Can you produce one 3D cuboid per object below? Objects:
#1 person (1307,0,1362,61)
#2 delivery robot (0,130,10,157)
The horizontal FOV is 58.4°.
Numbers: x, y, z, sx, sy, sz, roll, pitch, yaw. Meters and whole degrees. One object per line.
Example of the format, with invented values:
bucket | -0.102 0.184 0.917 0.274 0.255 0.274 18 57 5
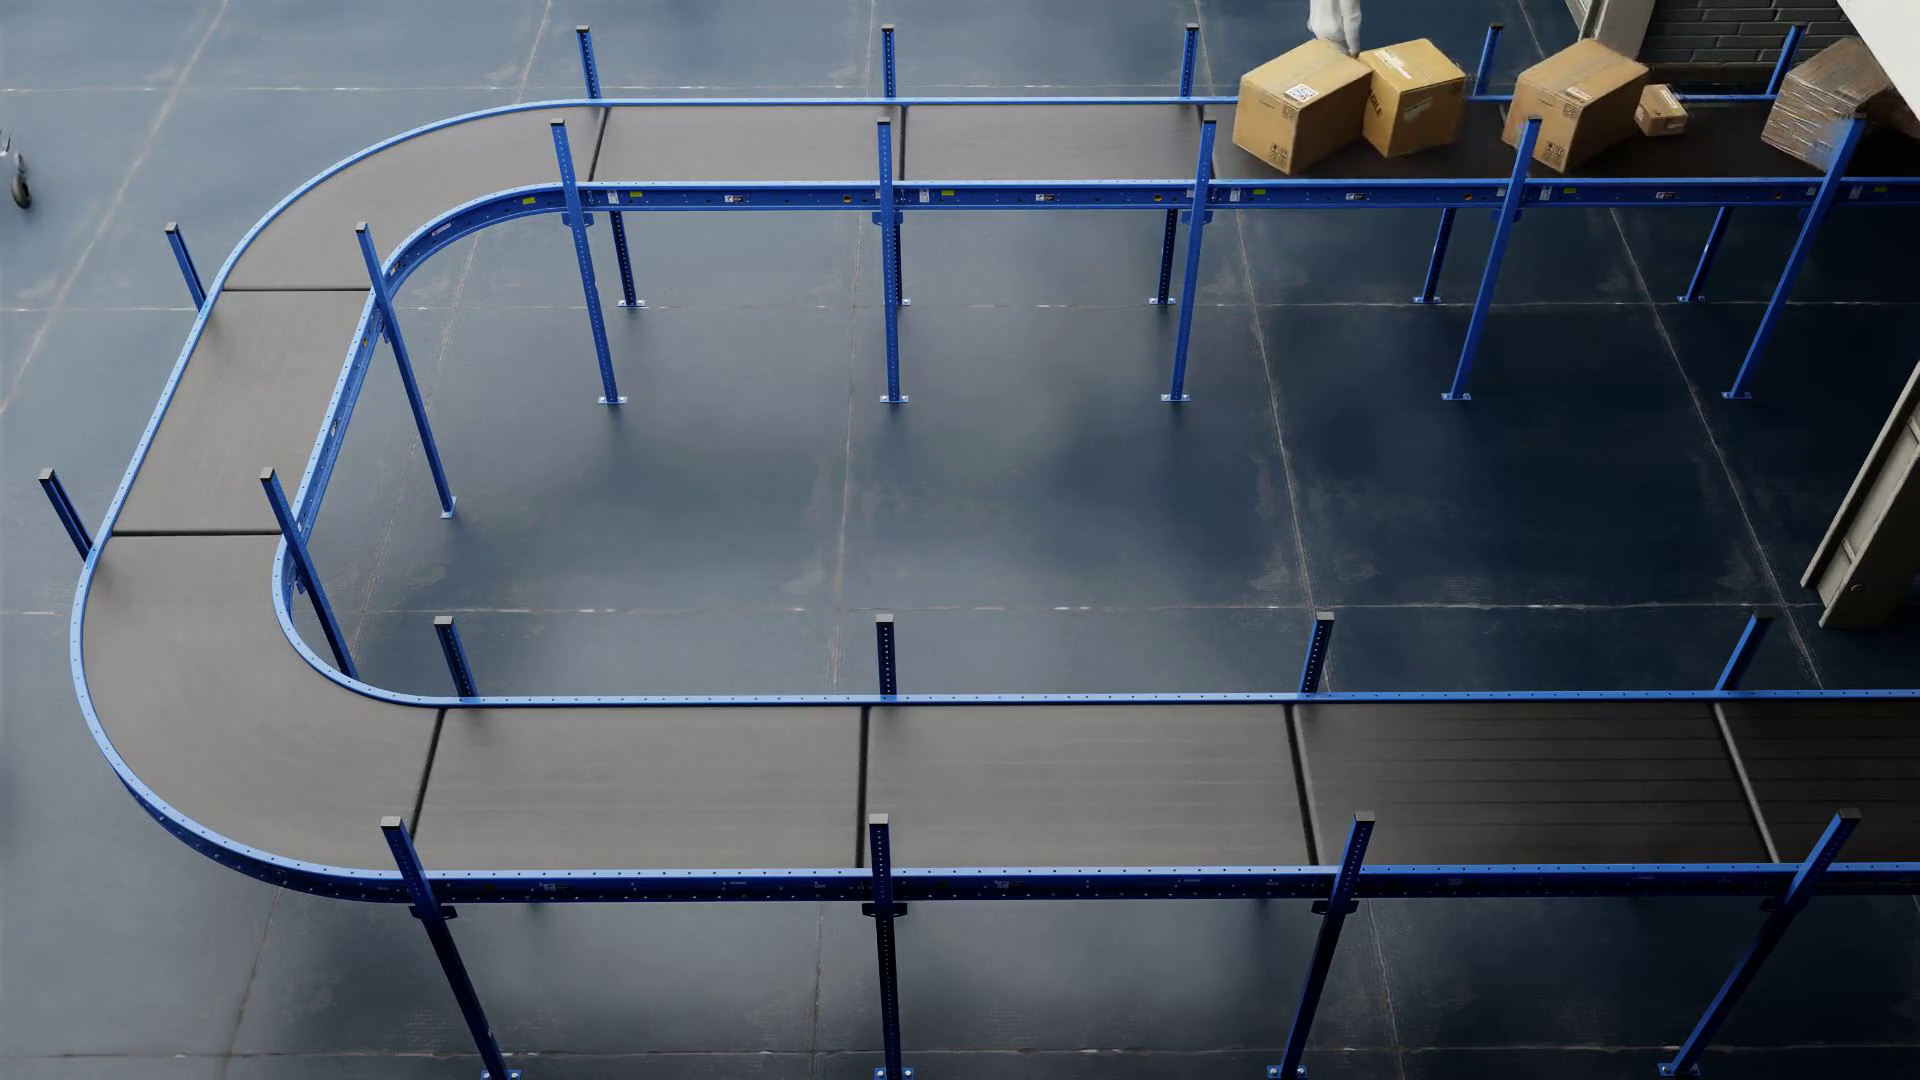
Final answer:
person | 3.109 -4.110 13.801 0.682 1.919 0.665 -9 48 -8
delivery robot | -7.750 -3.116 13.584 0.335 0.223 0.698 -11 48 -10
